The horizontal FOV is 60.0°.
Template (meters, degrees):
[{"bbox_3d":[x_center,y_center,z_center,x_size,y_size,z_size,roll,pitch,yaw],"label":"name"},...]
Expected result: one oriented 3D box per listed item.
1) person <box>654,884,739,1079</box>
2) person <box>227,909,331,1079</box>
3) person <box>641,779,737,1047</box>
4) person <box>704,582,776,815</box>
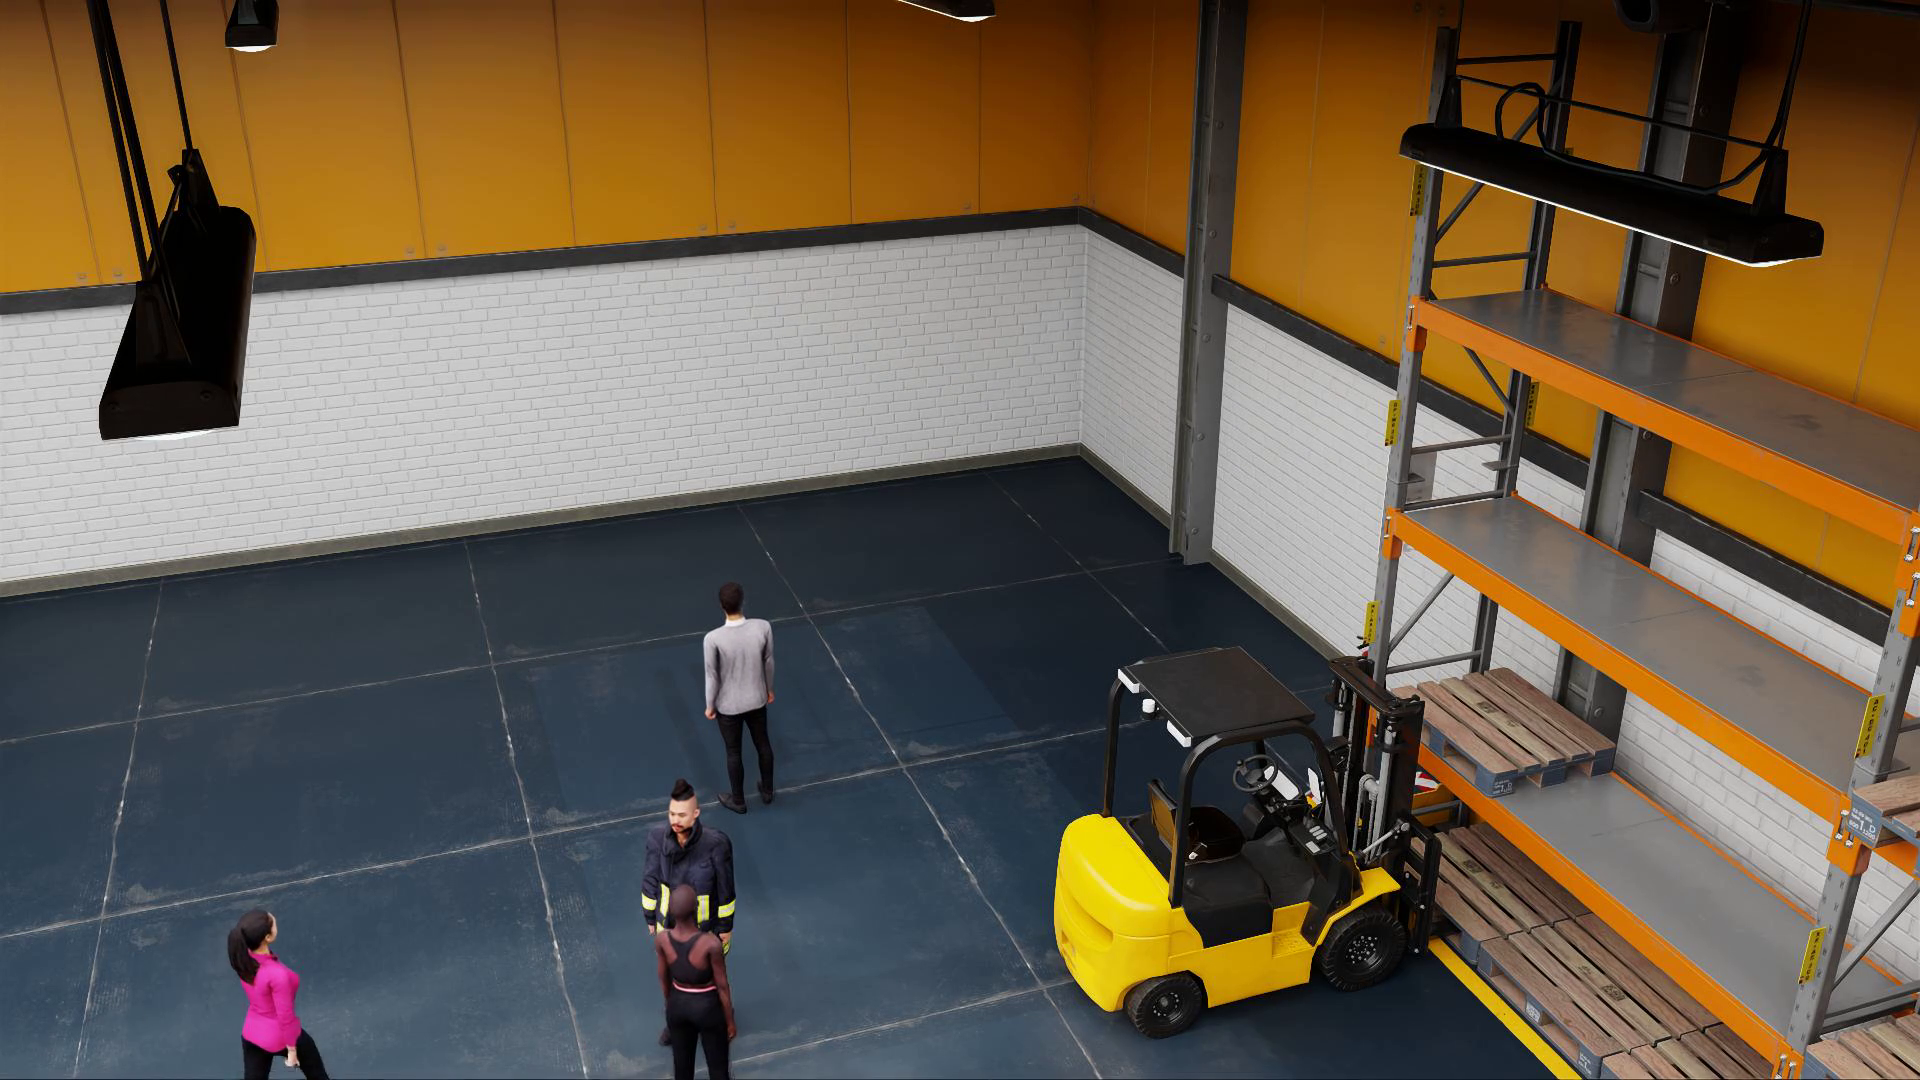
[{"bbox_3d":[-1.532,2.736,9.532,0.691,1.759,0.716,5,24,12],"label":"person"},{"bbox_3d":[-3.946,2.863,9.369,1.093,1.655,1.136,12,26,25],"label":"person"},{"bbox_3d":[-1.675,2.320,10.357,0.868,1.860,0.873,3,24,8],"label":"person"},{"bbox_3d":[-1.676,1.217,12.804,0.780,1.920,0.694,-13,27,-27],"label":"person"}]
